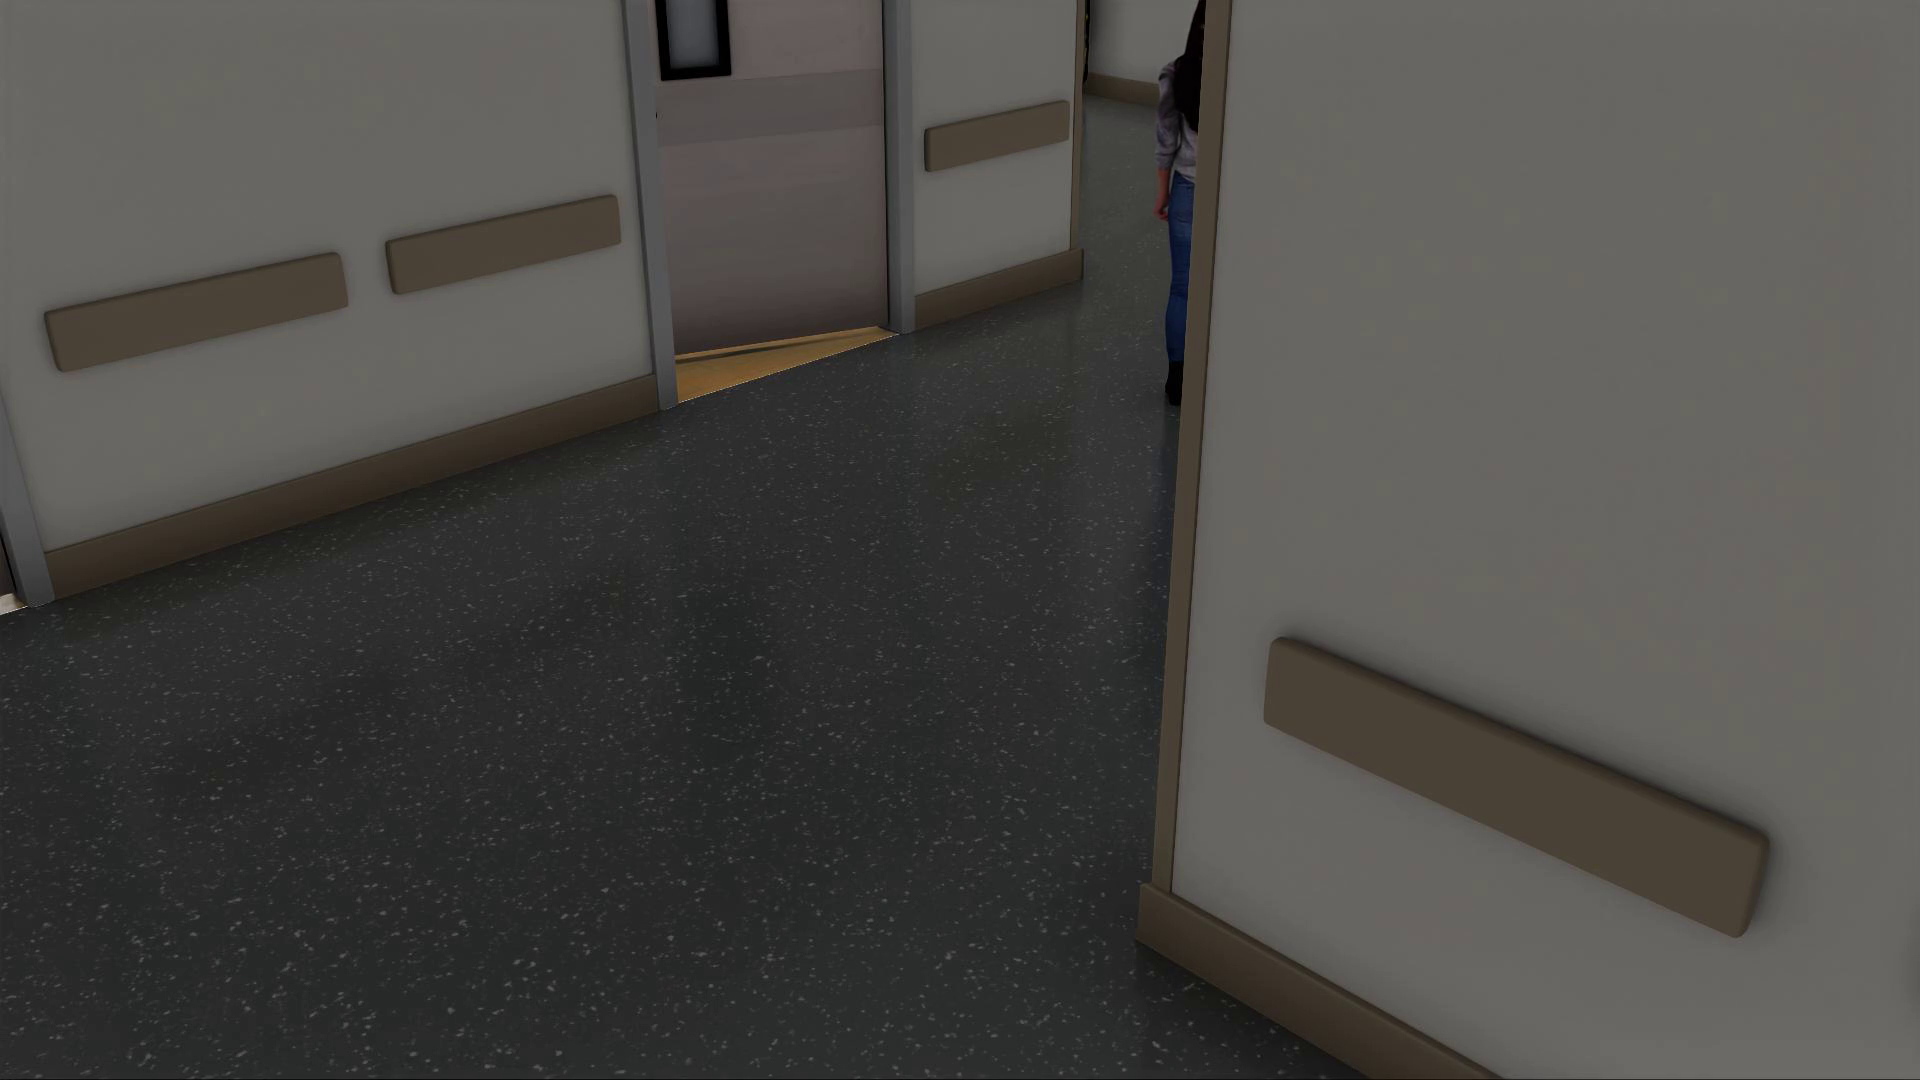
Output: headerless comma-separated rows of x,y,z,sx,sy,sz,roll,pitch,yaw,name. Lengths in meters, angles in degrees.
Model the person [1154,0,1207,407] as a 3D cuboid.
0.980,-1.323,6.490,0.678,1.630,0.672,7,27,15,person
